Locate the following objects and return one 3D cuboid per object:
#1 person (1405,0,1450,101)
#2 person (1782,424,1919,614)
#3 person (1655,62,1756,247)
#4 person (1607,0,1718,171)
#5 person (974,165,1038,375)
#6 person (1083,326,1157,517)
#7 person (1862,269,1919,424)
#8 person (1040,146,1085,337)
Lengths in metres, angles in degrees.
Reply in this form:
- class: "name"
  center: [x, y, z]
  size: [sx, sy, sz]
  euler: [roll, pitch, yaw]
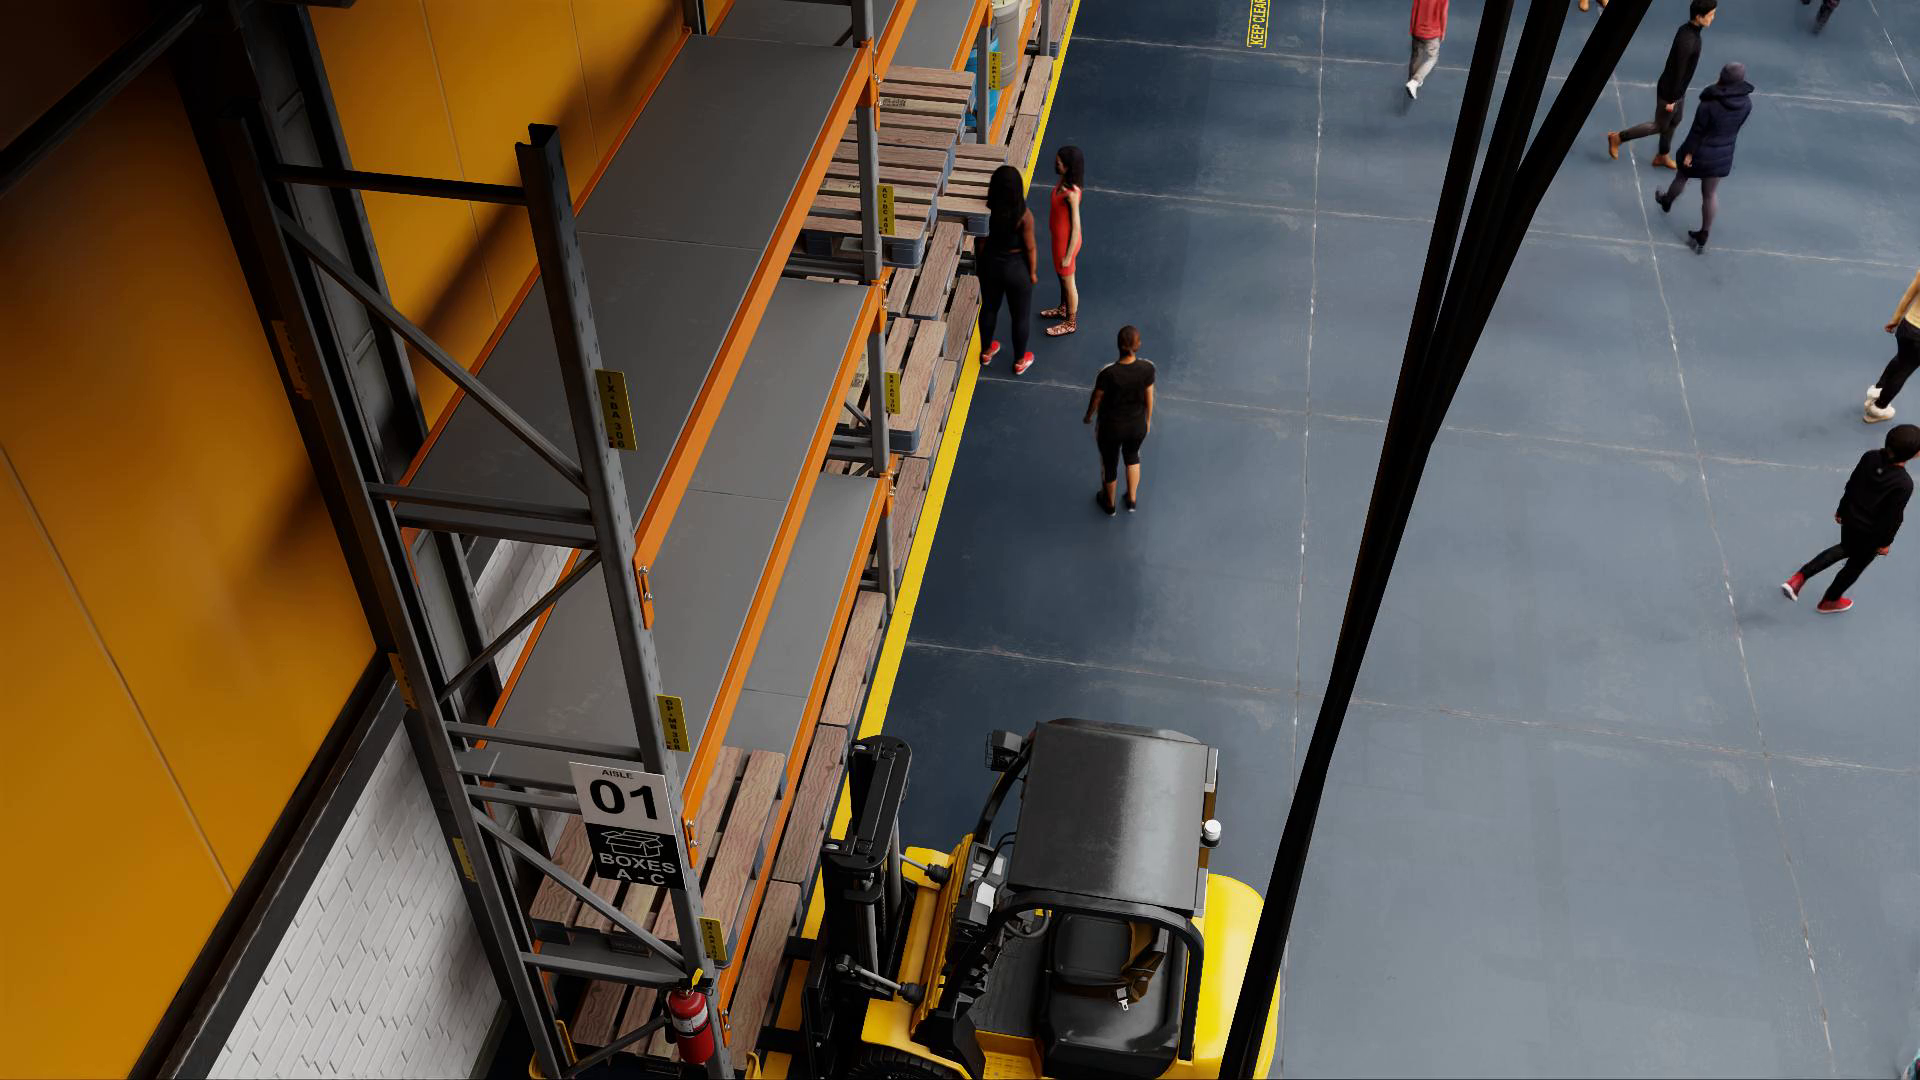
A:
- class: "person"
  center: [4.605, -5.028, 16.467]
  size: [0.715, 1.411, 0.836]
  euler: [29, 51, 27]
- class: "person"
  center: [5.985, -0.092, 11.101]
  size: [0.844, 1.665, 0.867]
  euler: [-9, 44, -10]
- class: "person"
  center: [6.588, -3.351, 14.547]
  size: [0.904, 1.629, 1.177]
  euler: [-7, 44, -7]
- class: "person"
  center: [6.533, -4.217, 15.406]
  size: [0.864, 1.701, 0.993]
  euler: [18, 46, 18]
- class: "person"
  center: [0.355, -2.134, 13.137]
  size: [0.739, 1.813, 0.712]
  euler: [18, 47, 18]
- class: "person"
  center: [1.160, -0.785, 11.832]
  size: [0.698, 1.660, 0.712]
  euler: [-10, 45, -11]
- class: "person"
  center: [7.221, -1.550, 12.638]
  size: [0.777, 1.655, 0.678]
  euler: [-16, 46, -16]
- class: "person"
  center: [0.861, -2.433, 13.520]
  size: [0.704, 1.719, 0.543]
  euler: [-5, 44, -5]
